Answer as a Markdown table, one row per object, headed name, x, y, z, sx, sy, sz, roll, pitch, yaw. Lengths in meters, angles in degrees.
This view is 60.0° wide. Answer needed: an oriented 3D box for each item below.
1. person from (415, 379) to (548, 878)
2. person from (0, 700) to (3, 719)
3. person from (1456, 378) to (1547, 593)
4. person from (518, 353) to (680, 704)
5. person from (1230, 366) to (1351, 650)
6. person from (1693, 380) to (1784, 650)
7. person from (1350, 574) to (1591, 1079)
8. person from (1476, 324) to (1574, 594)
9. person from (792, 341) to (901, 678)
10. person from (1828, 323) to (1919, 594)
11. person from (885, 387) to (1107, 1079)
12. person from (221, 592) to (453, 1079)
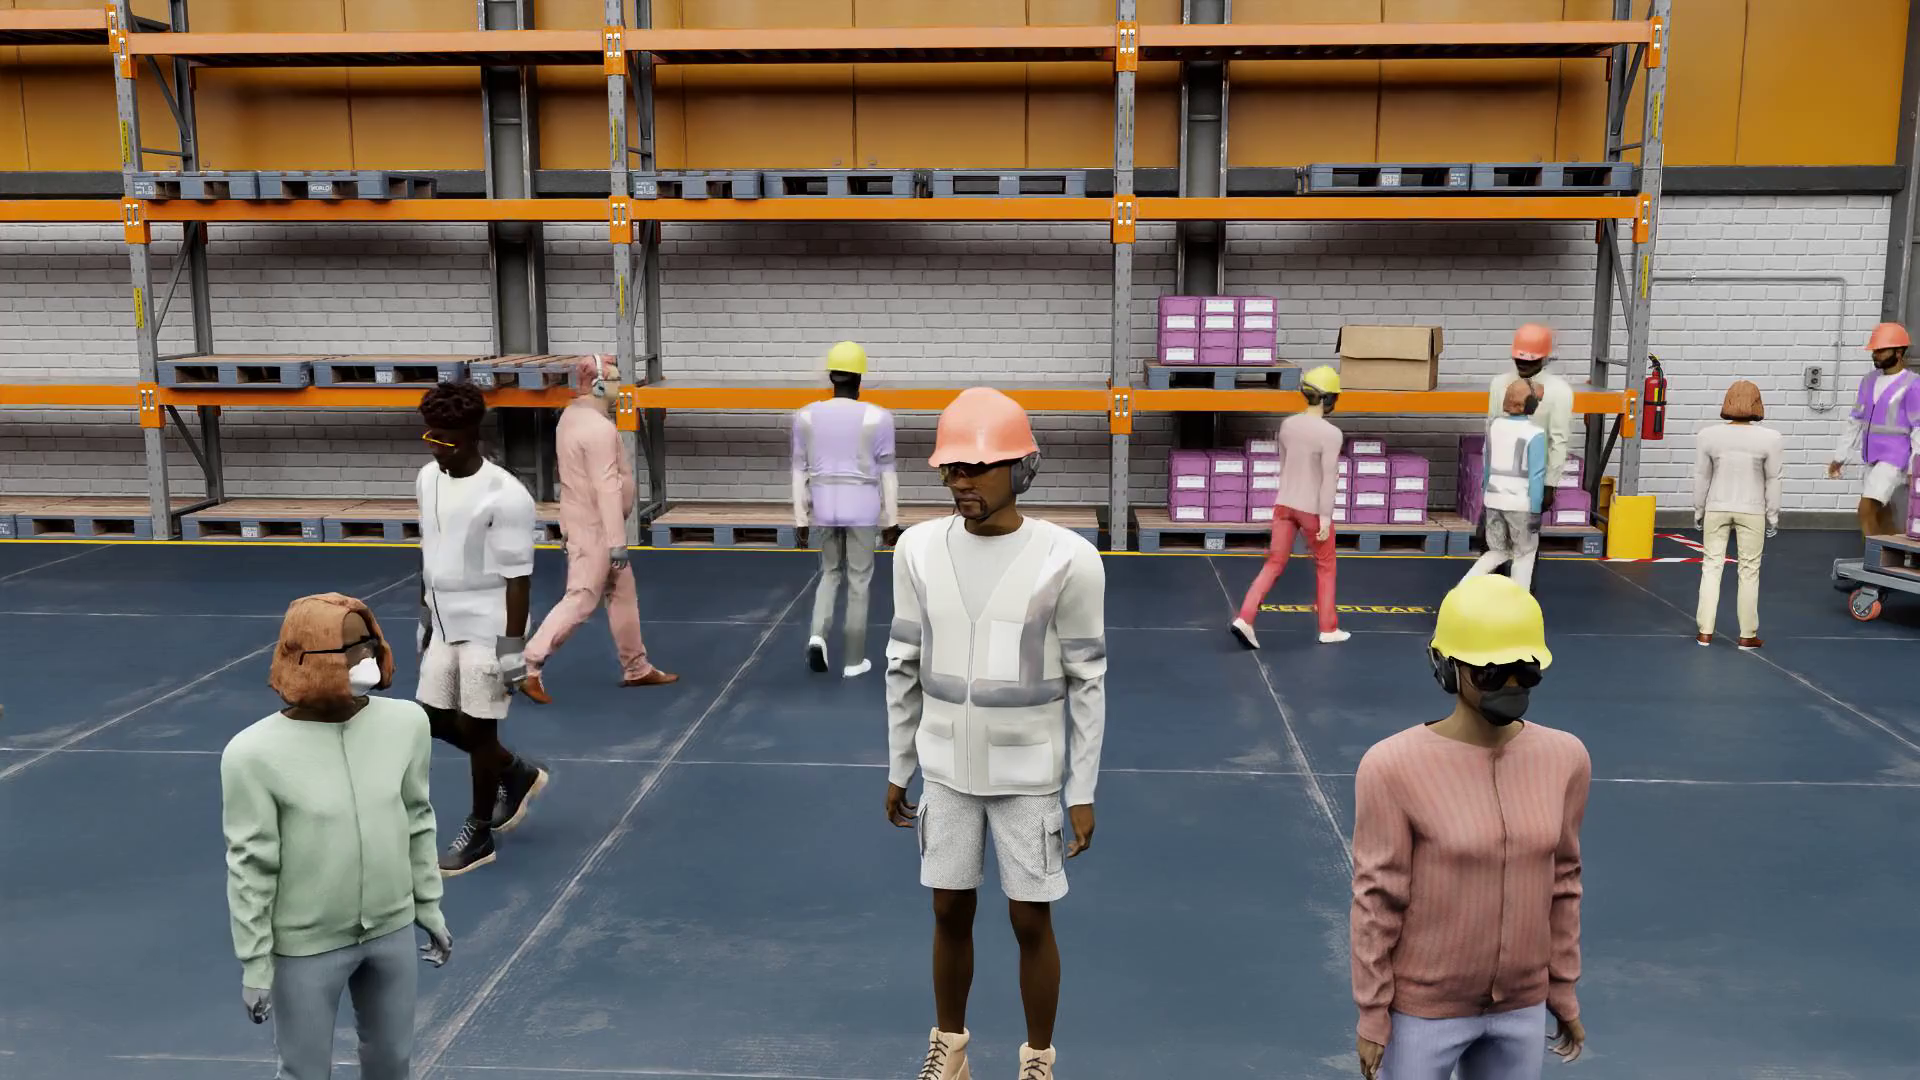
| name | x | y | z | sx | sy | sz | roll | pitch | yaw |
| --- | --- | --- | --- | --- | --- | --- | --- | --- | --- |
| person | -1.857 | 0.333 | 6.410 | 0.692 | 1.929 | 0.581 | 8 | 12 | 37 |
| person | -3.596 | 0.452 | 5.762 | 0.701 | 1.913 | 0.547 | 8 | 13 | 40 |
| person | 3.422 | -0.205 | 10.447 | 0.583 | 1.619 | 0.525 | -5 | 11 | -26 |
| person | -2.020 | -0.065 | 8.932 | 0.935 | 1.876 | 0.658 | -4 | 11 | -23 |
| person | 2.028 | -0.188 | 10.056 | 0.855 | 1.727 | 0.521 | -7 | 12 | -35 |
| person | 4.711 | -0.151 | 10.104 | 0.500 | 1.636 | 0.283 | 7 | 12 | 34 |
| person | 1.032 | 0.936 | 3.367 | 0.525 | 1.769 | 0.315 | -3 | 10 | -16 |
| person | 3.565 | -0.402 | 10.649 | 0.499 | 1.953 | 0.664 | -8 | 12 | -38 |
| person | -0.638 | -0.156 | 9.346 | 0.590 | 1.911 | 0.439 | 3 | 10 | 17 |
| person | 6.436 | -0.570 | 11.745 | 0.724 | 1.908 | 0.552 | -1 | 10 | -5 |
| person | 0.072 | 0.614 | 4.436 | 0.615 | 2.042 | 0.376 | 4 | 11 | 23 |
| person | -1.410 | 0.922 | 3.820 | 0.273 | 1.636 | 0.507 | 9 | 13 | 41 |
